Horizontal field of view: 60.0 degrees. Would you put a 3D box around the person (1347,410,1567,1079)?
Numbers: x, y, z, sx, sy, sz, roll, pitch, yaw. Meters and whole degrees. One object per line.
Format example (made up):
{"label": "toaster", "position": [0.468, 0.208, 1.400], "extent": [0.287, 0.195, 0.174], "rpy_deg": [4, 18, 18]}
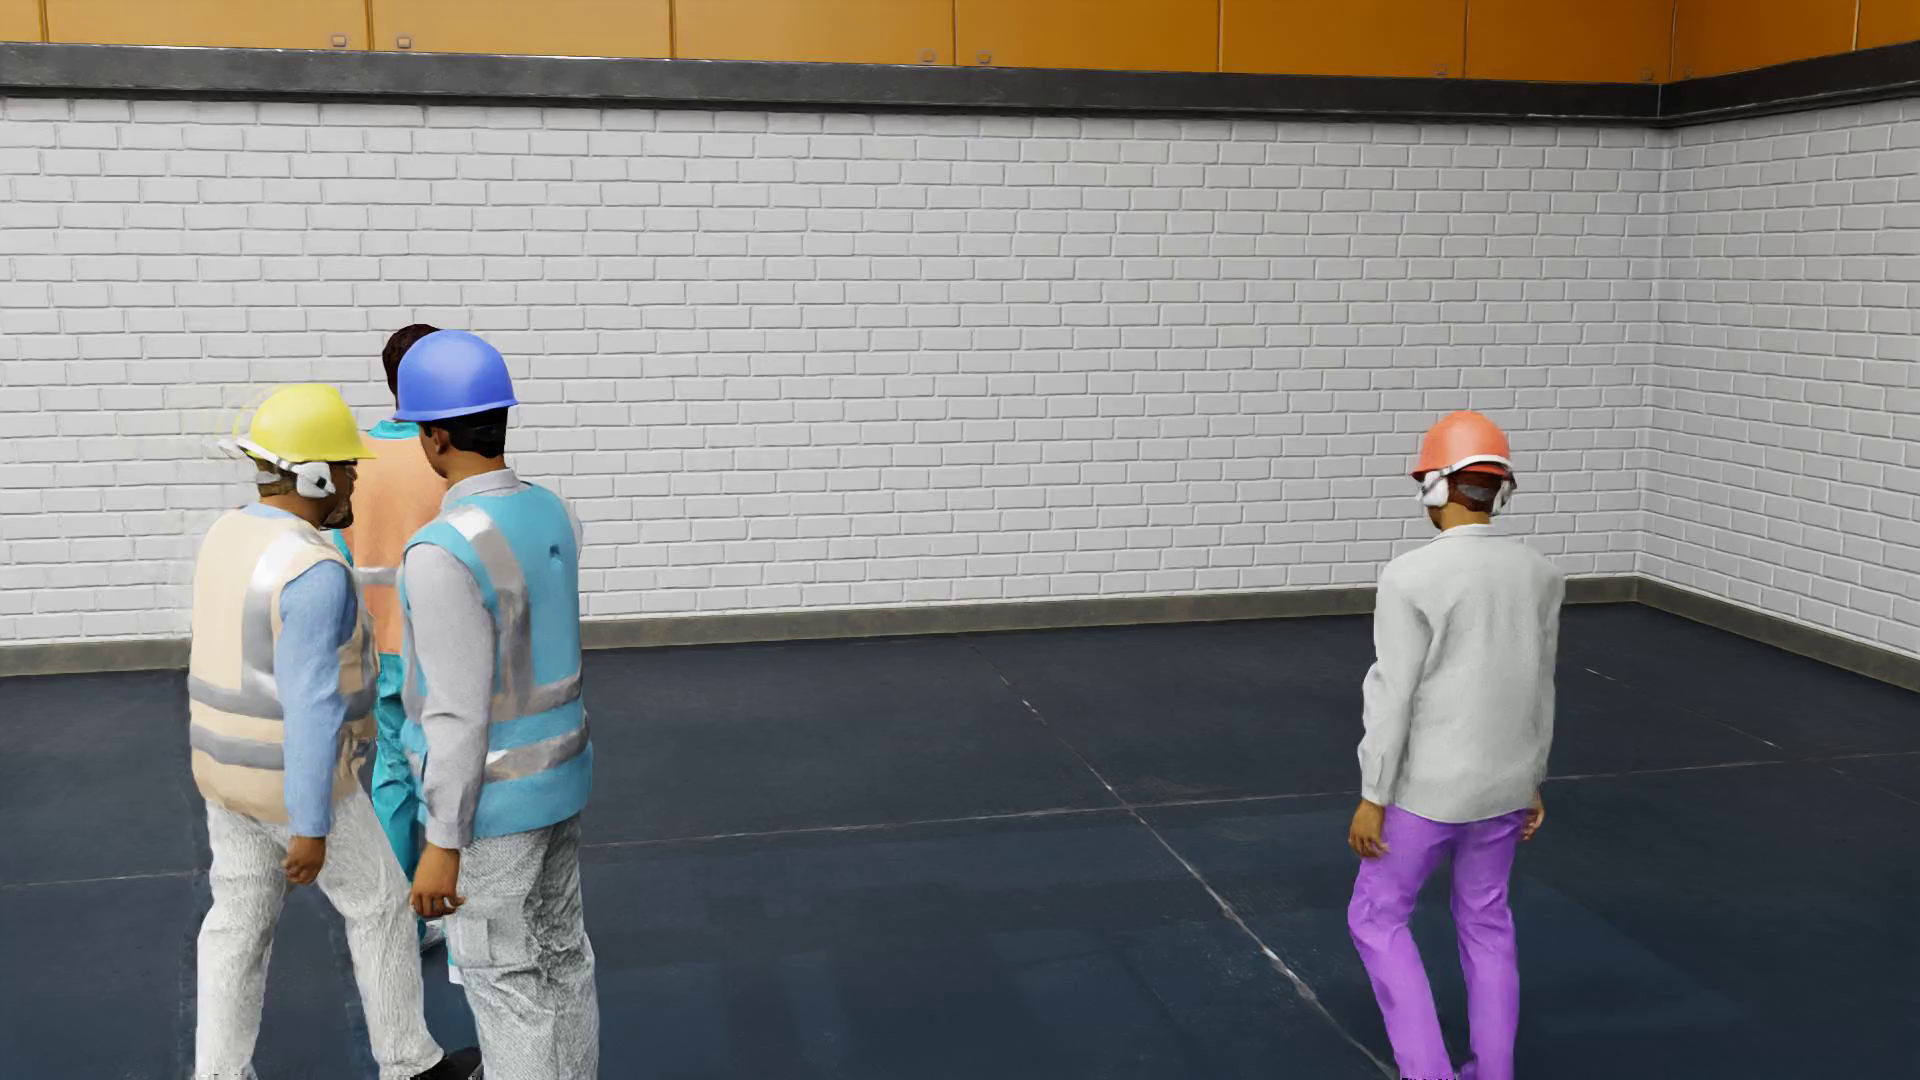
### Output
{"label": "person", "position": [1.184, 0.563, 3.979], "extent": [0.583, 1.731, 0.439], "rpy_deg": [-5, 11, -29]}

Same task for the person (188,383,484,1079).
{"label": "person", "position": [-1.510, 0.531, 3.976], "extent": [0.619, 1.799, 0.780], "rpy_deg": [8, 12, 40]}

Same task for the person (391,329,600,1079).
{"label": "person", "position": [-0.981, 0.535, 3.509], "extent": [0.403, 1.944, 0.605], "rpy_deg": [1, 9, 9]}

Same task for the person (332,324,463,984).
{"label": "person", "position": [-1.554, 0.337, 4.830], "extent": [0.587, 1.911, 0.399], "rpy_deg": [3, 10, 20]}
